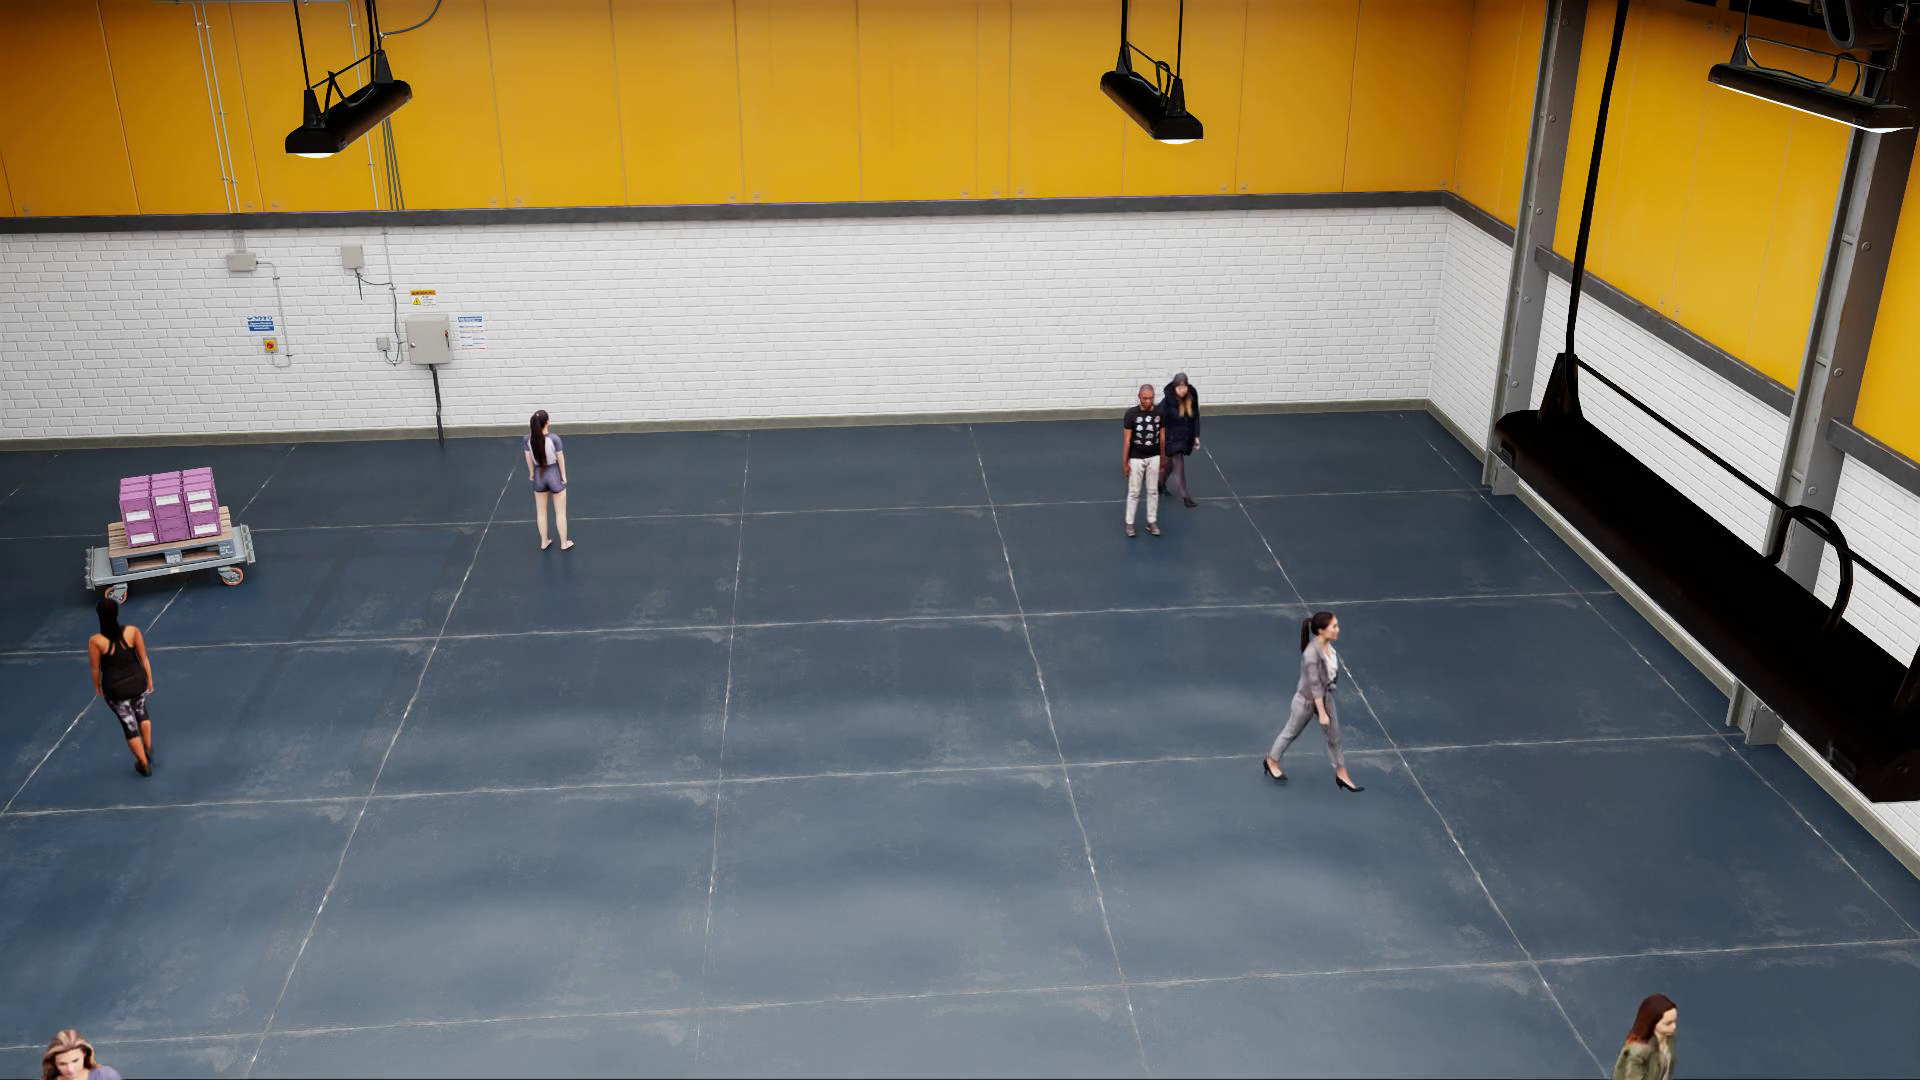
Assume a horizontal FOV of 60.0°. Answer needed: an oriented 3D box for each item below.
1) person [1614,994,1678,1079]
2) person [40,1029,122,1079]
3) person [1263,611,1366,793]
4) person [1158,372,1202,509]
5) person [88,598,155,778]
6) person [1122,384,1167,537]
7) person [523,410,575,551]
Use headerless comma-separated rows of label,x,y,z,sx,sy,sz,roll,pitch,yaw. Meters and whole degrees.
person,3.972,3.262,9.824,0.702,1.465,0.727,-16,28,-32
person,-4.827,3.373,9.255,0.710,1.717,0.803,-9,25,-19
person,2.875,1.372,13.953,1.109,1.620,1.107,15,28,31
person,2.560,-1.219,19.877,0.926,1.623,1.167,-12,26,-25
person,-7.088,1.271,14.147,0.772,1.649,0.842,-20,31,-38
person,2.103,-0.930,18.994,0.676,1.802,0.620,-4,24,-9
person,-4.604,-0.672,18.592,0.630,1.651,0.579,2,24,5
